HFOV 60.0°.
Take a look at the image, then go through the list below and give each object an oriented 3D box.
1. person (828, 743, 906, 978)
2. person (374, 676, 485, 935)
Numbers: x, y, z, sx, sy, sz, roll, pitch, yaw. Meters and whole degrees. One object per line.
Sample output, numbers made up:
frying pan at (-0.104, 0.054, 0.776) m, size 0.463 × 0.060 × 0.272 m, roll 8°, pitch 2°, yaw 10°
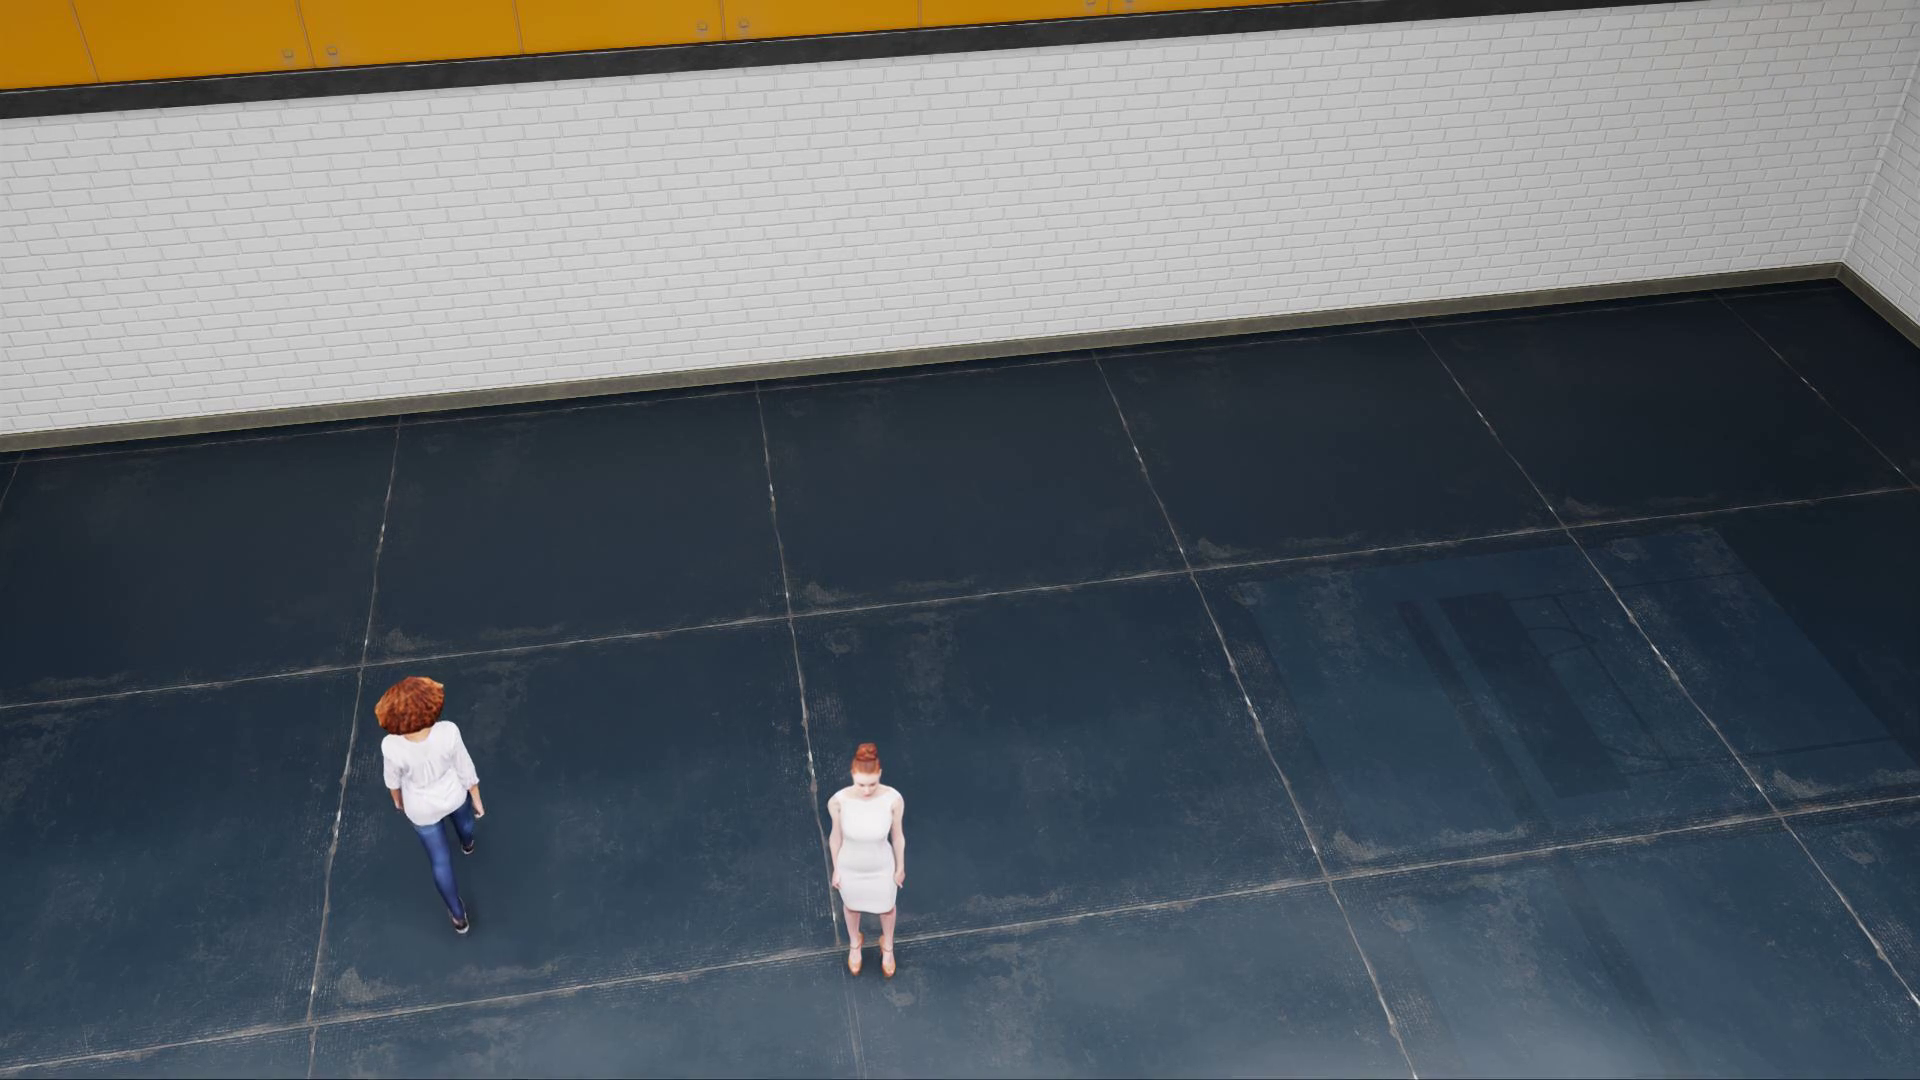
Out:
person at (-0.501, 1.768, 9.086) m, size 0.584 × 1.794 × 0.531 m, roll -1°, pitch 39°, yaw -1°
person at (-2.962, 1.541, 9.464) m, size 0.812 × 1.676 × 1.144 m, roll -14°, pitch 41°, yaw -17°
